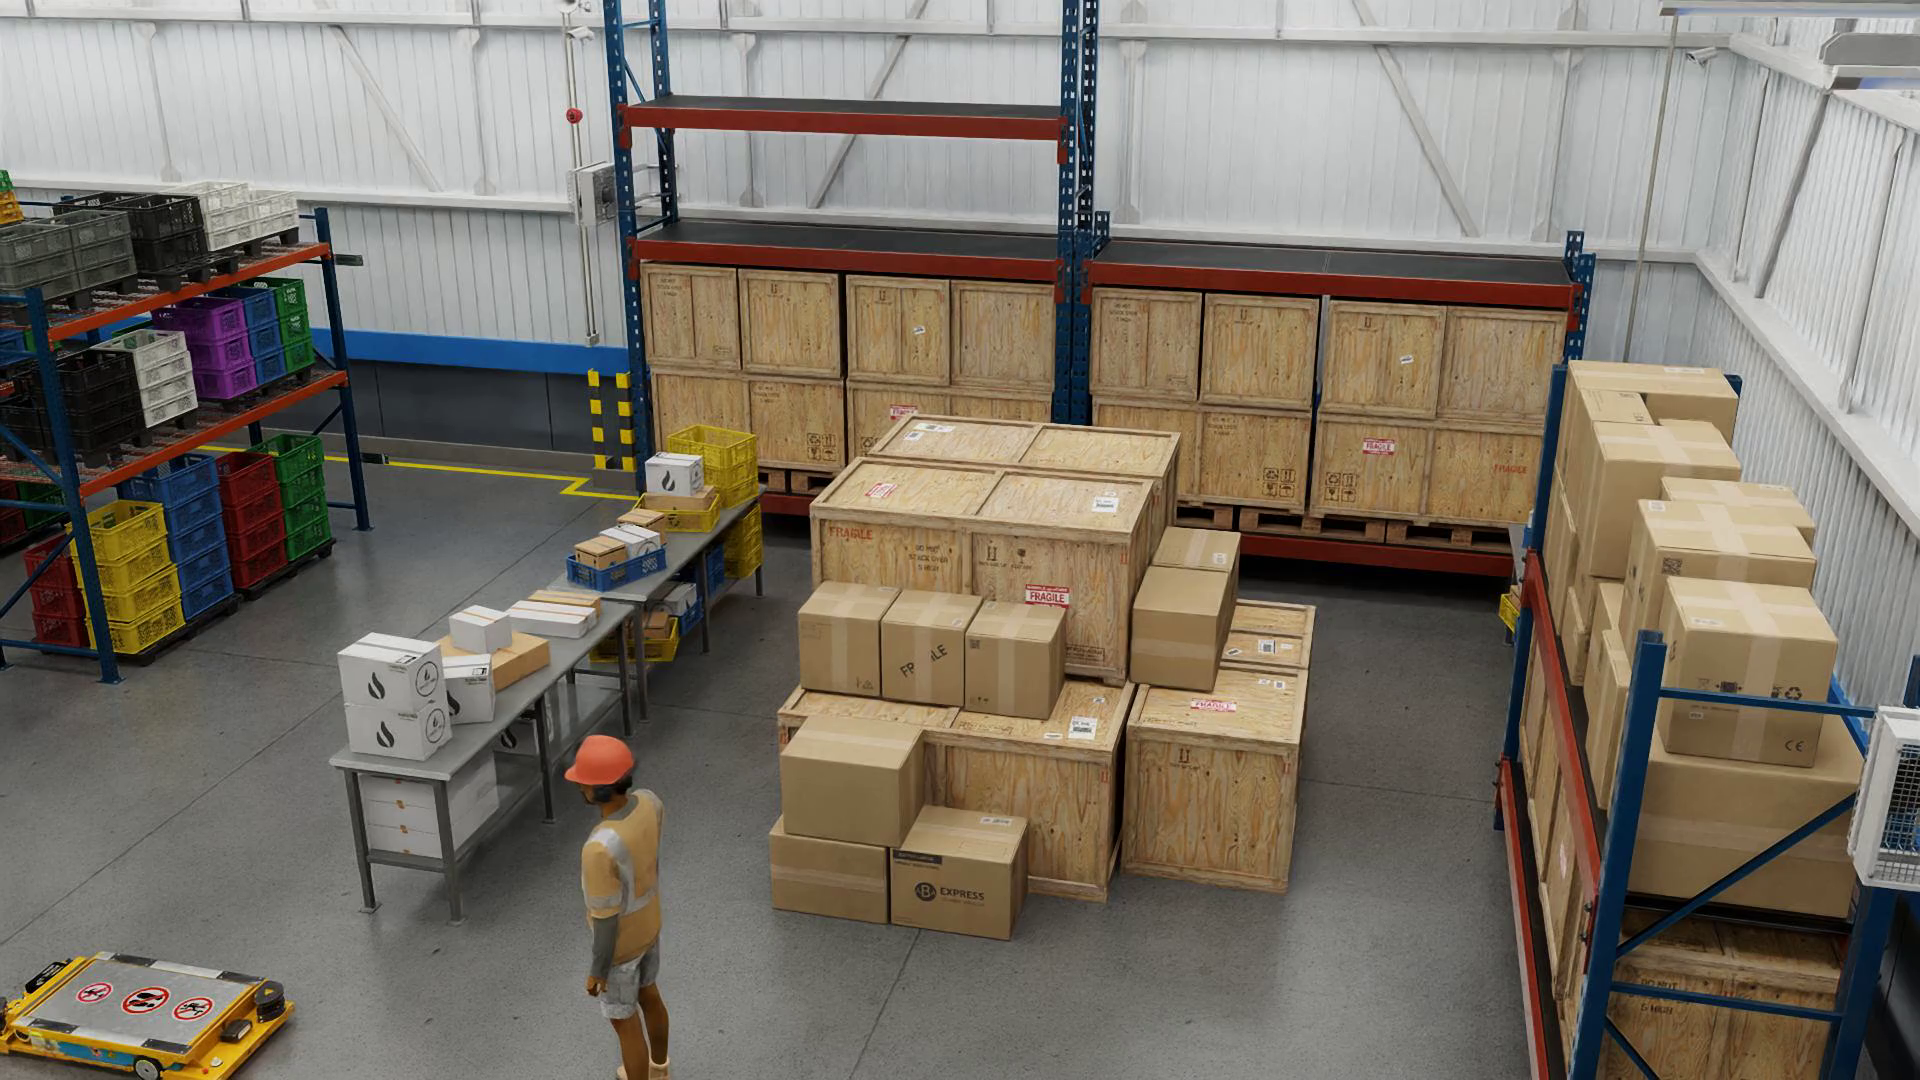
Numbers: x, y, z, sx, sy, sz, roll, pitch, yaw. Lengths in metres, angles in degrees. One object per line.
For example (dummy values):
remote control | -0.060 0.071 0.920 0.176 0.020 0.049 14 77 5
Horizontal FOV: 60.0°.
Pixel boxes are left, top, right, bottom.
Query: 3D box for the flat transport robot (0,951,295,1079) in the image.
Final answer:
flat transport robot | -4.270 2.464 8.601 1.431 0.231 0.659 5 22 13

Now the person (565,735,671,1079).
person | -1.591 1.832 7.774 0.377 2.041 0.611 5 21 13
